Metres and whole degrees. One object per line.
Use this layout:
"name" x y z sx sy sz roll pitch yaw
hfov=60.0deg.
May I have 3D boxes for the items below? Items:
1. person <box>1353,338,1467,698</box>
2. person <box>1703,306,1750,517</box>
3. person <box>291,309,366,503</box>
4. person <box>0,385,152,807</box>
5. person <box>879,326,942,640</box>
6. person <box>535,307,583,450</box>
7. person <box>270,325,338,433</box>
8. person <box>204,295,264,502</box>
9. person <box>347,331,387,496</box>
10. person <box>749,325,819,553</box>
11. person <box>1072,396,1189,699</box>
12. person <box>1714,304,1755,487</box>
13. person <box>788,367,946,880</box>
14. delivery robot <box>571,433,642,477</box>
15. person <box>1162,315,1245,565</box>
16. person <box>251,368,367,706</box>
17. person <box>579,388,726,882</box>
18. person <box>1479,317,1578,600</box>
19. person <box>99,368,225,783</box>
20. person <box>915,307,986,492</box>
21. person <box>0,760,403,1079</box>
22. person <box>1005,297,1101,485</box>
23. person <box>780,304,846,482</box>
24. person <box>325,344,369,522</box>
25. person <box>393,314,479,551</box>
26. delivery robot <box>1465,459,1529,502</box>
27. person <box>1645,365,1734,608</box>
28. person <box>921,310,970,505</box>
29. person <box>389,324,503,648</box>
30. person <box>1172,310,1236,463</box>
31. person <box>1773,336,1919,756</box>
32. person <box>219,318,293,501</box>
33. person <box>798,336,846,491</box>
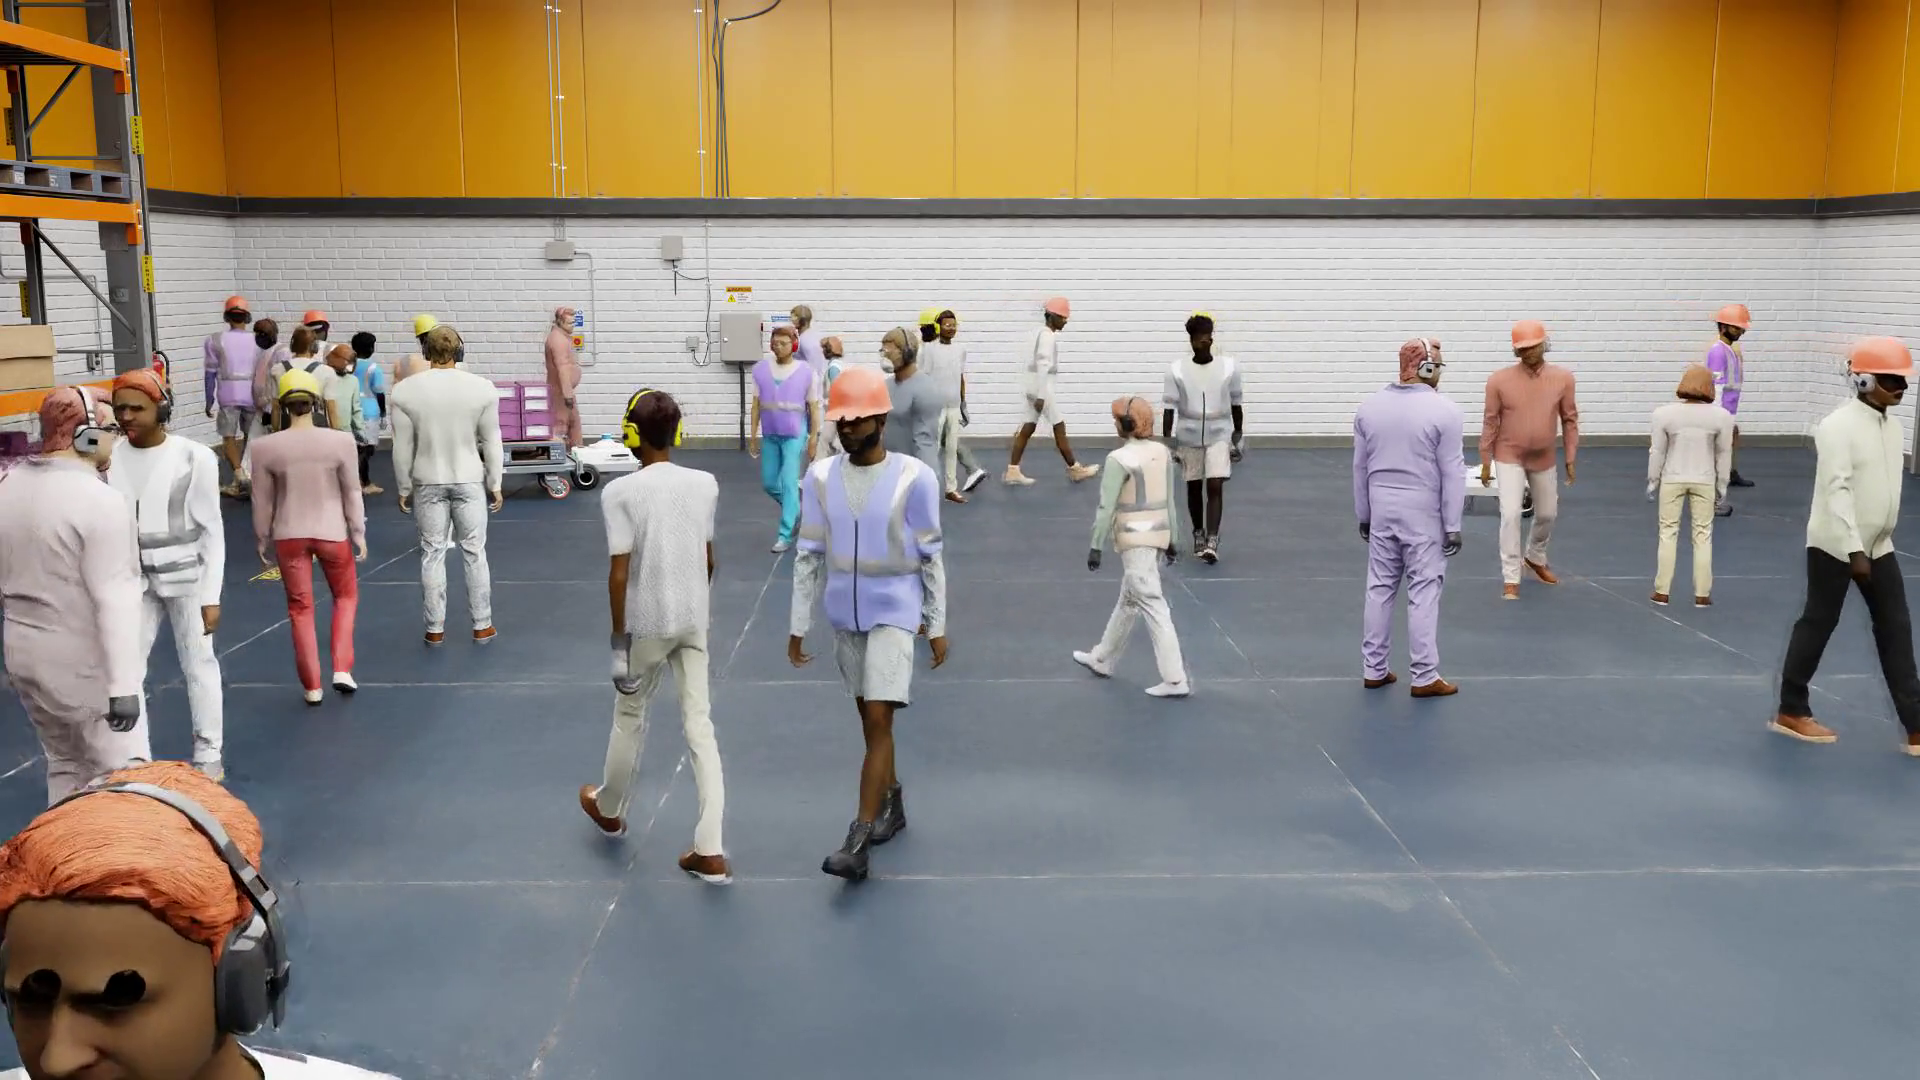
"person" 2.412 -0.120 8.875 0.399 1.903 0.644 -8 12 -41
"person" 7.027 -1.185 15.314 0.367 1.928 0.553 5 11 29
"person" -5.944 -1.223 15.693 0.585 1.883 0.756 1 9 9
"person" -2.979 0.433 5.524 0.685 1.885 0.549 5 10 28
"person" -0.354 -0.328 10.086 0.490 1.920 0.649 -6 11 -31
"person" -4.438 -1.653 18.431 0.794 1.859 0.716 -2 10 -13
"person" -5.250 -0.796 13.299 0.538 1.817 0.503 -1 9 -9
"person" -7.002 -1.369 16.175 0.630 2.018 0.823 -5 11 -30
"person" -5.905 -1.216 16.305 0.546 1.666 0.758 3 10 18
"person" -1.403 -0.837 13.494 0.574 1.829 0.698 3 10 20
"person" 0.915 0.027 8.919 0.870 1.586 0.535 8 12 39
"person" 7.861 -1.488 17.250 0.787 1.917 0.551 2 9 12
"person" -0.390 0.308 6.270 0.568 1.890 0.946 4 10 23
"delivery robot" -3.661 -0.862 17.255 0.707 0.478 0.477 -3 10 -16
"person" 1.864 -0.762 12.778 0.632 1.905 0.982 2 9 10
"person" -3.376 -0.014 8.637 0.554 1.752 0.388 -3 10 -16
"person" -1.164 0.335 6.344 0.520 1.816 0.983 -7 11 -35
"person" 3.934 -0.584 11.606 0.645 1.959 0.792 1 9 3
"person" -3.374 0.218 6.937 0.601 1.848 0.840 1 9 4
"person" -0.203 -1.417 16.876 0.926 1.893 0.599 3 10 17
"person" -0.671 1.122 1.432 0.611 1.839 0.942 0 9 -3
"person" 0.947 -1.541 17.384 1.051 1.970 0.659 -1 9 -8
"person" -1.551 -1.561 17.728 0.899 1.912 0.638 -1 9 -7
"person" -5.487 -0.931 14.755 0.767 1.590 0.563 4 10 24
"person" -4.260 -0.886 13.573 0.630 1.889 0.850 -2 9 -10
"delivery robot" 4.986 -0.560 15.400 0.707 0.478 0.477 2 10 15
"person" 4.888 -0.356 11.171 0.529 1.626 0.299 4 10 22
"person" -0.138 -1.274 16.045 0.510 1.873 0.328 -6 11 -32
"person" -3.064 -0.321 9.989 0.636 1.938 0.358 -3 10 -16
"person" 2.873 -1.771 19.314 0.850 1.808 0.612 -2 9 -11
"person" 4.265 0.042 7.736 0.620 1.953 0.876 -5 10 -27
"person" -6.735 -1.259 16.243 0.621 1.789 0.952 6 11 34
"person" -1.275 -1.264 16.838 0.885 1.584 0.536 0 9 2
